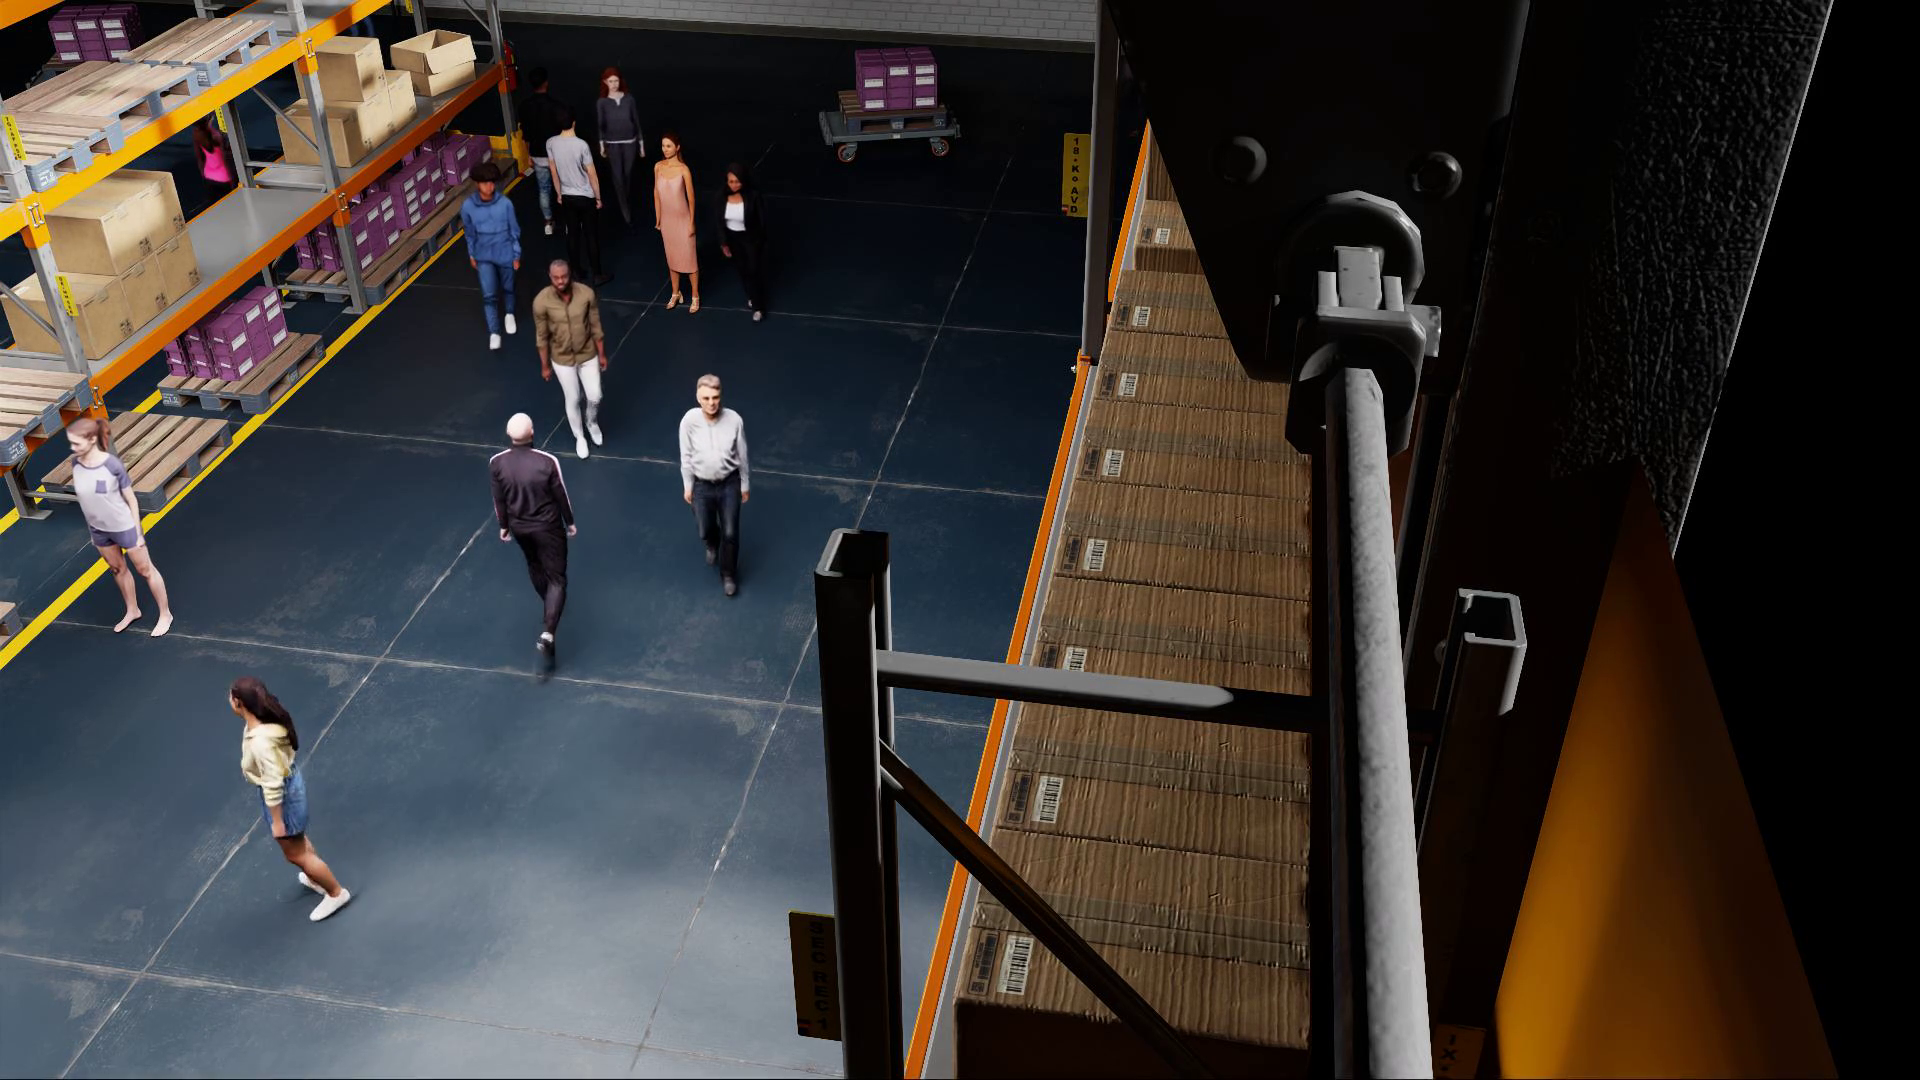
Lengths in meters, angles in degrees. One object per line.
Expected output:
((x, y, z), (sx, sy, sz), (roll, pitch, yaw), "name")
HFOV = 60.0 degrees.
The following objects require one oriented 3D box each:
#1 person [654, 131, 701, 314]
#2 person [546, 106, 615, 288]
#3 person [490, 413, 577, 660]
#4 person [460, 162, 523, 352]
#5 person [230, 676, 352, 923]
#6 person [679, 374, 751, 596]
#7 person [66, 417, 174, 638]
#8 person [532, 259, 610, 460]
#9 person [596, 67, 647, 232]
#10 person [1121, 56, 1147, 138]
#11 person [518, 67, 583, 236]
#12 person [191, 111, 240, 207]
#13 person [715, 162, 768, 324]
((-2.773, -3.130, 16.361), (0.608, 1.832, 0.552), (11, 35, 16), "person")
((-3.878, -3.476, 16.853), (0.689, 1.864, 0.586), (10, 35, 14), "person")
((-2.991, -0.010, 11.691), (0.790, 1.806, 1.204), (1, 34, 2), "person")
((-4.430, -2.756, 15.858), (0.981, 1.767, 1.193), (-8, 34, -12), "person")
((-3.899, 1.480, 9.631), (0.843, 1.605, 0.711), (-20, 38, -27), "person")
((-1.817, -0.465, 12.370), (0.798, 1.812, 0.907), (-4, 34, -6), "person")
((-6.018, -0.103, 11.868), (0.584, 1.764, 0.538), (8, 34, 11), "person")
((-3.263, -1.573, 14.038), (0.855, 1.809, 0.855), (-11, 35, -16), "person")
((-3.725, -4.315, 18.236), (0.986, 1.730, 1.200), (-11, 35, -17), "person")
((2.280, -5.851, 20.667), (0.803, 1.597, 0.904), (21, 39, 28), "person")
((-4.448, -4.194, 17.983), (0.717, 1.808, 0.623), (2, 34, 3), "person")
((-7.750, -3.680, 17.309), (0.584, 1.698, 1.073), (7, 34, 10), "person")
((-2.132, -2.998, 16.395), (0.656, 1.574, 0.911), (3, 34, 4), "person")
